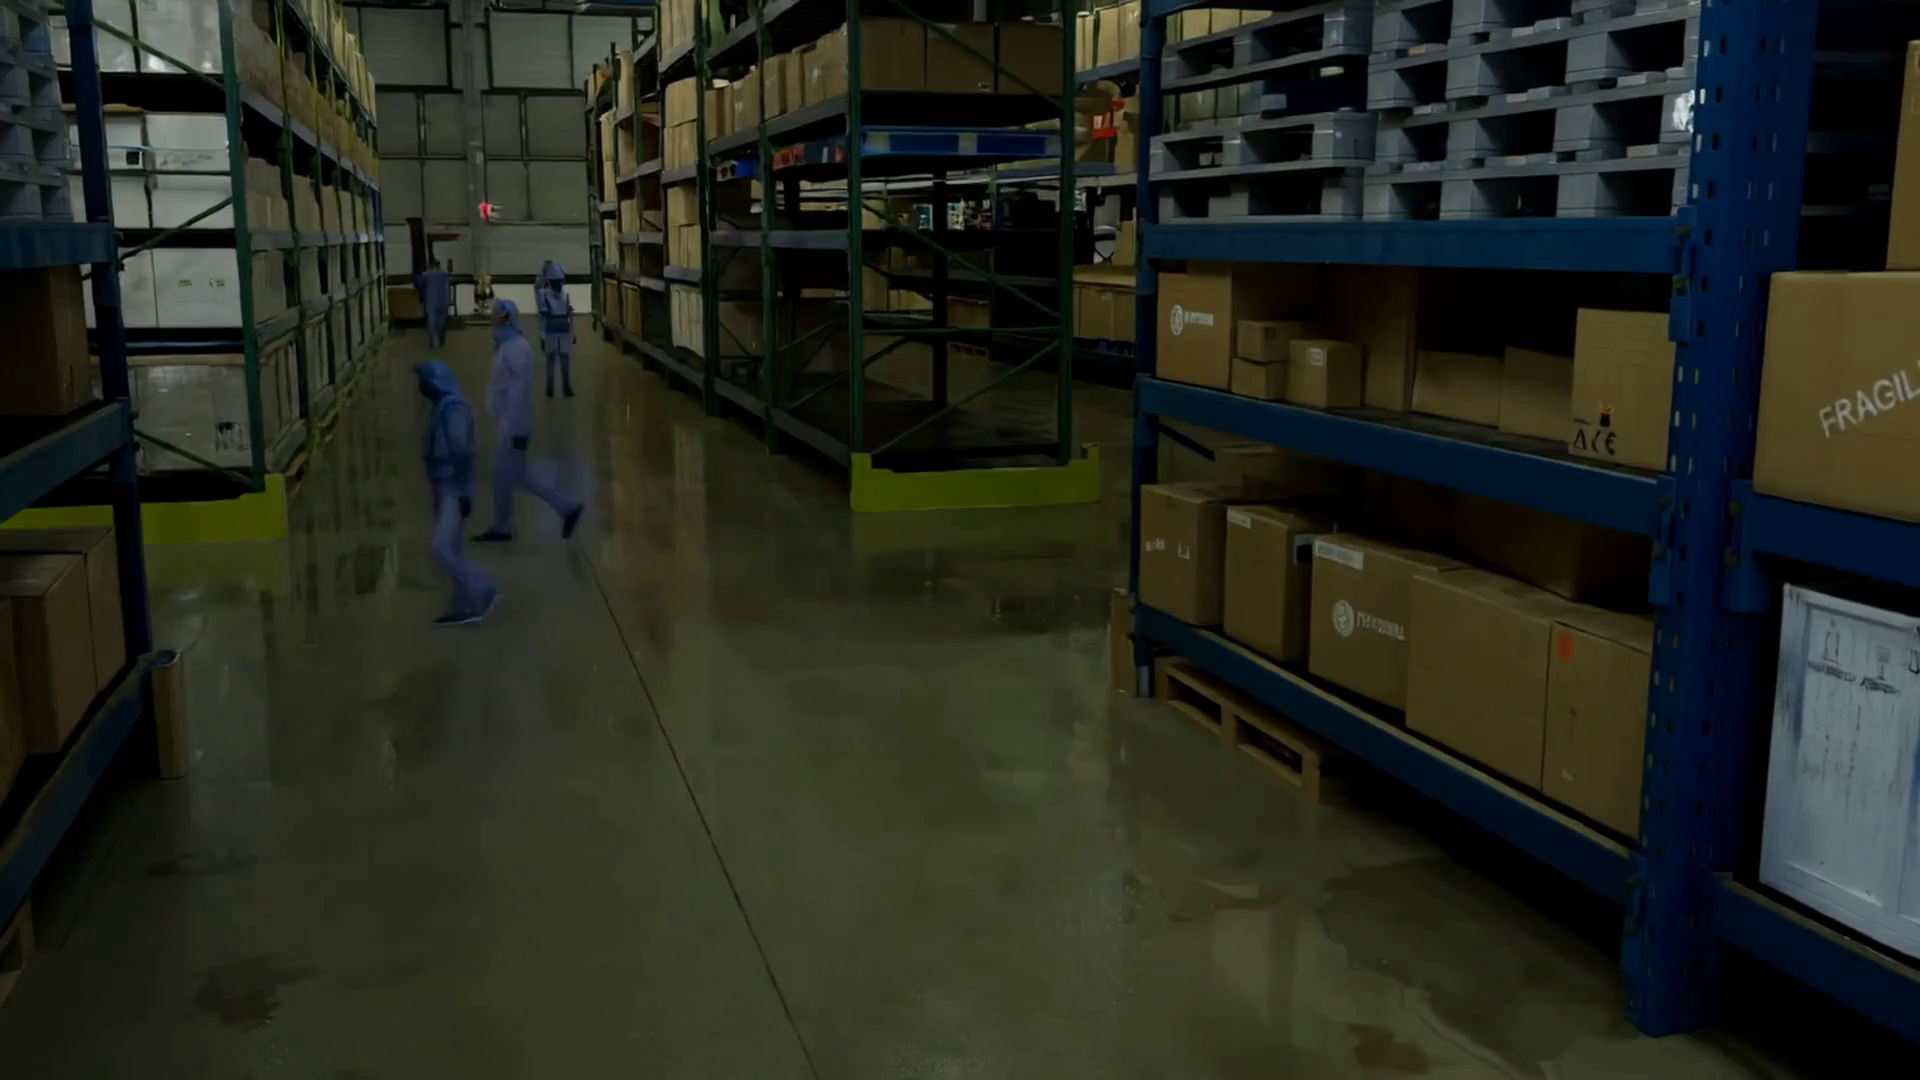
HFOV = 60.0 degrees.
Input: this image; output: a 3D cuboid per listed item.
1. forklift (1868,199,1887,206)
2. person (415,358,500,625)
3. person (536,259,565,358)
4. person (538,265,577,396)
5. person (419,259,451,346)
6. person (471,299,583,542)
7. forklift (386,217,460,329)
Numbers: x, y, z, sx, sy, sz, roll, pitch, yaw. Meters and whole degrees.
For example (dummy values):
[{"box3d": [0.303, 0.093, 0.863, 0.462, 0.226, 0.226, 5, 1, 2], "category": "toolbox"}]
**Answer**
[{"box3d": [11.338, -2.915, 21.052, 1.129, 2.768, 1.873, -3, 11, -17], "category": "forklift"}, {"box3d": [-3.078, -0.281, 10.033, 0.369, 1.622, 0.531, -6, 12, -31], "category": "person"}, {"box3d": [-7.946, -4.508, 32.451, 0.621, 1.916, 0.550, -2, 11, -12], "category": "person"}, {"box3d": [-5.959, -3.103, 24.661, 0.543, 1.939, 0.370, -4, 11, -20], "category": "person"}, {"box3d": [-11.275, -5.102, 35.770, 0.658, 1.884, 0.706, -3, 11, -16], "category": "person"}, {"box3d": [-3.363, -0.907, 12.785, 0.787, 1.884, 0.650, -3, 11, -14], "category": "person"}, {"box3d": [-13.659, -6.723, 41.925, 1.873, 2.768, 1.129, -3, 11, -17], "category": "forklift"}]
